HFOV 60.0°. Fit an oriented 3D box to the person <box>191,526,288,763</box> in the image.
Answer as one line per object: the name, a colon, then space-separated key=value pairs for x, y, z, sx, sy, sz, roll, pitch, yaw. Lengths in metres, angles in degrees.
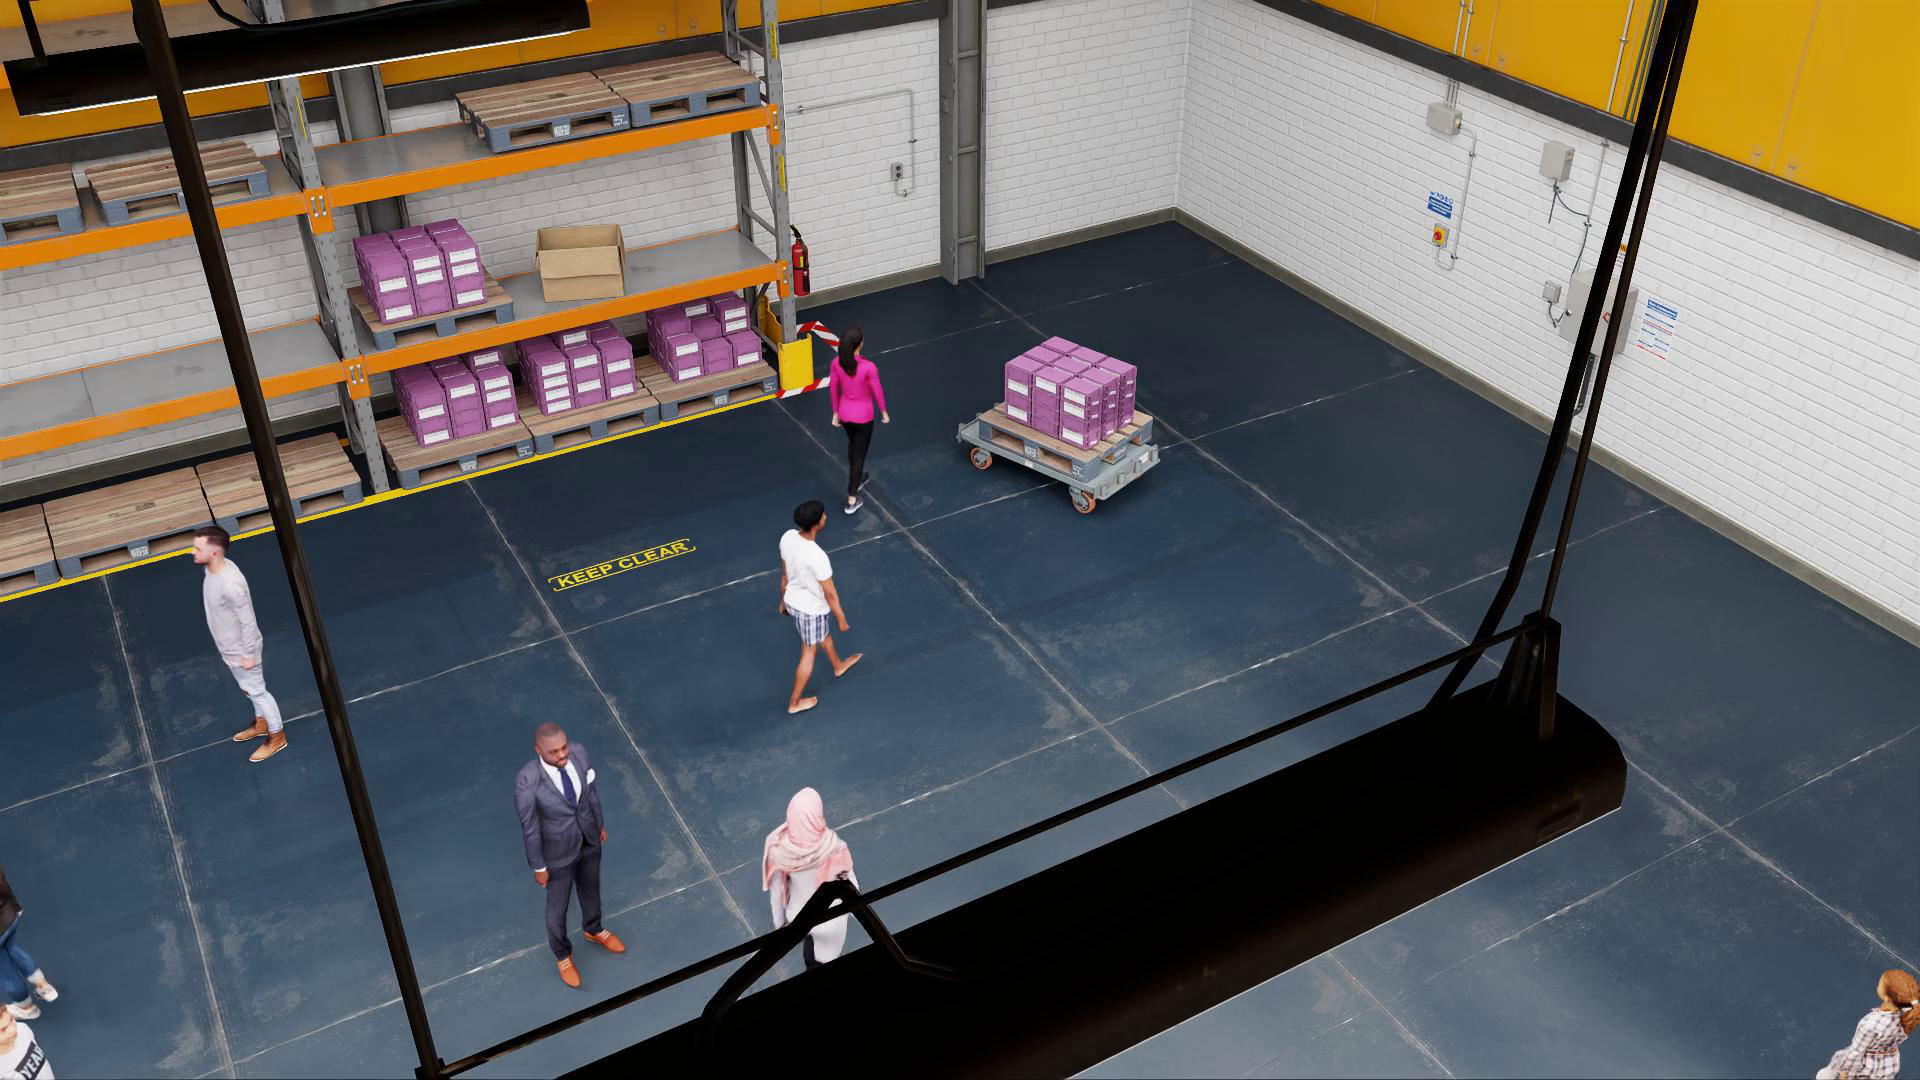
person: x=-4.926 y=0.679 z=11.353 sx=0.616 sy=1.840 sz=0.716 roll=-24 pitch=40 yaw=-31

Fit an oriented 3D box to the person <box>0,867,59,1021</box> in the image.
person: x=-5.425 y=2.188 z=9.409 sx=0.740 sy=1.479 sz=0.697 roll=5 pitch=34 yaw=7

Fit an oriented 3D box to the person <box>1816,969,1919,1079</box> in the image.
person: x=4.796 y=2.783 z=8.679 sx=0.657 sy=1.297 sz=0.687 roll=-7 pitch=34 yaw=-10

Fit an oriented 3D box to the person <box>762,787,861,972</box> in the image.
person: x=-0.821 y=2.157 z=9.182 sx=0.888 sy=1.782 sz=0.947 roll=9 pitch=35 yaw=13

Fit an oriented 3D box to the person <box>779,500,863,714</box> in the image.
person: x=-1.132 y=0.512 z=11.734 sx=1.012 sy=1.697 sz=0.740 roll=-24 pitch=41 yaw=-32

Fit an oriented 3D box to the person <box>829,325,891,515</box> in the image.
person: x=-0.915 y=-0.986 z=14.003 sx=0.829 sy=1.680 sz=0.933 roll=15 pitch=37 yaw=22

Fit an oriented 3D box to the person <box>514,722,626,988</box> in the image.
person: x=-2.295 y=1.776 z=9.717 sx=0.834 sy=1.824 sz=0.665 roll=24 pitch=41 yaw=32
